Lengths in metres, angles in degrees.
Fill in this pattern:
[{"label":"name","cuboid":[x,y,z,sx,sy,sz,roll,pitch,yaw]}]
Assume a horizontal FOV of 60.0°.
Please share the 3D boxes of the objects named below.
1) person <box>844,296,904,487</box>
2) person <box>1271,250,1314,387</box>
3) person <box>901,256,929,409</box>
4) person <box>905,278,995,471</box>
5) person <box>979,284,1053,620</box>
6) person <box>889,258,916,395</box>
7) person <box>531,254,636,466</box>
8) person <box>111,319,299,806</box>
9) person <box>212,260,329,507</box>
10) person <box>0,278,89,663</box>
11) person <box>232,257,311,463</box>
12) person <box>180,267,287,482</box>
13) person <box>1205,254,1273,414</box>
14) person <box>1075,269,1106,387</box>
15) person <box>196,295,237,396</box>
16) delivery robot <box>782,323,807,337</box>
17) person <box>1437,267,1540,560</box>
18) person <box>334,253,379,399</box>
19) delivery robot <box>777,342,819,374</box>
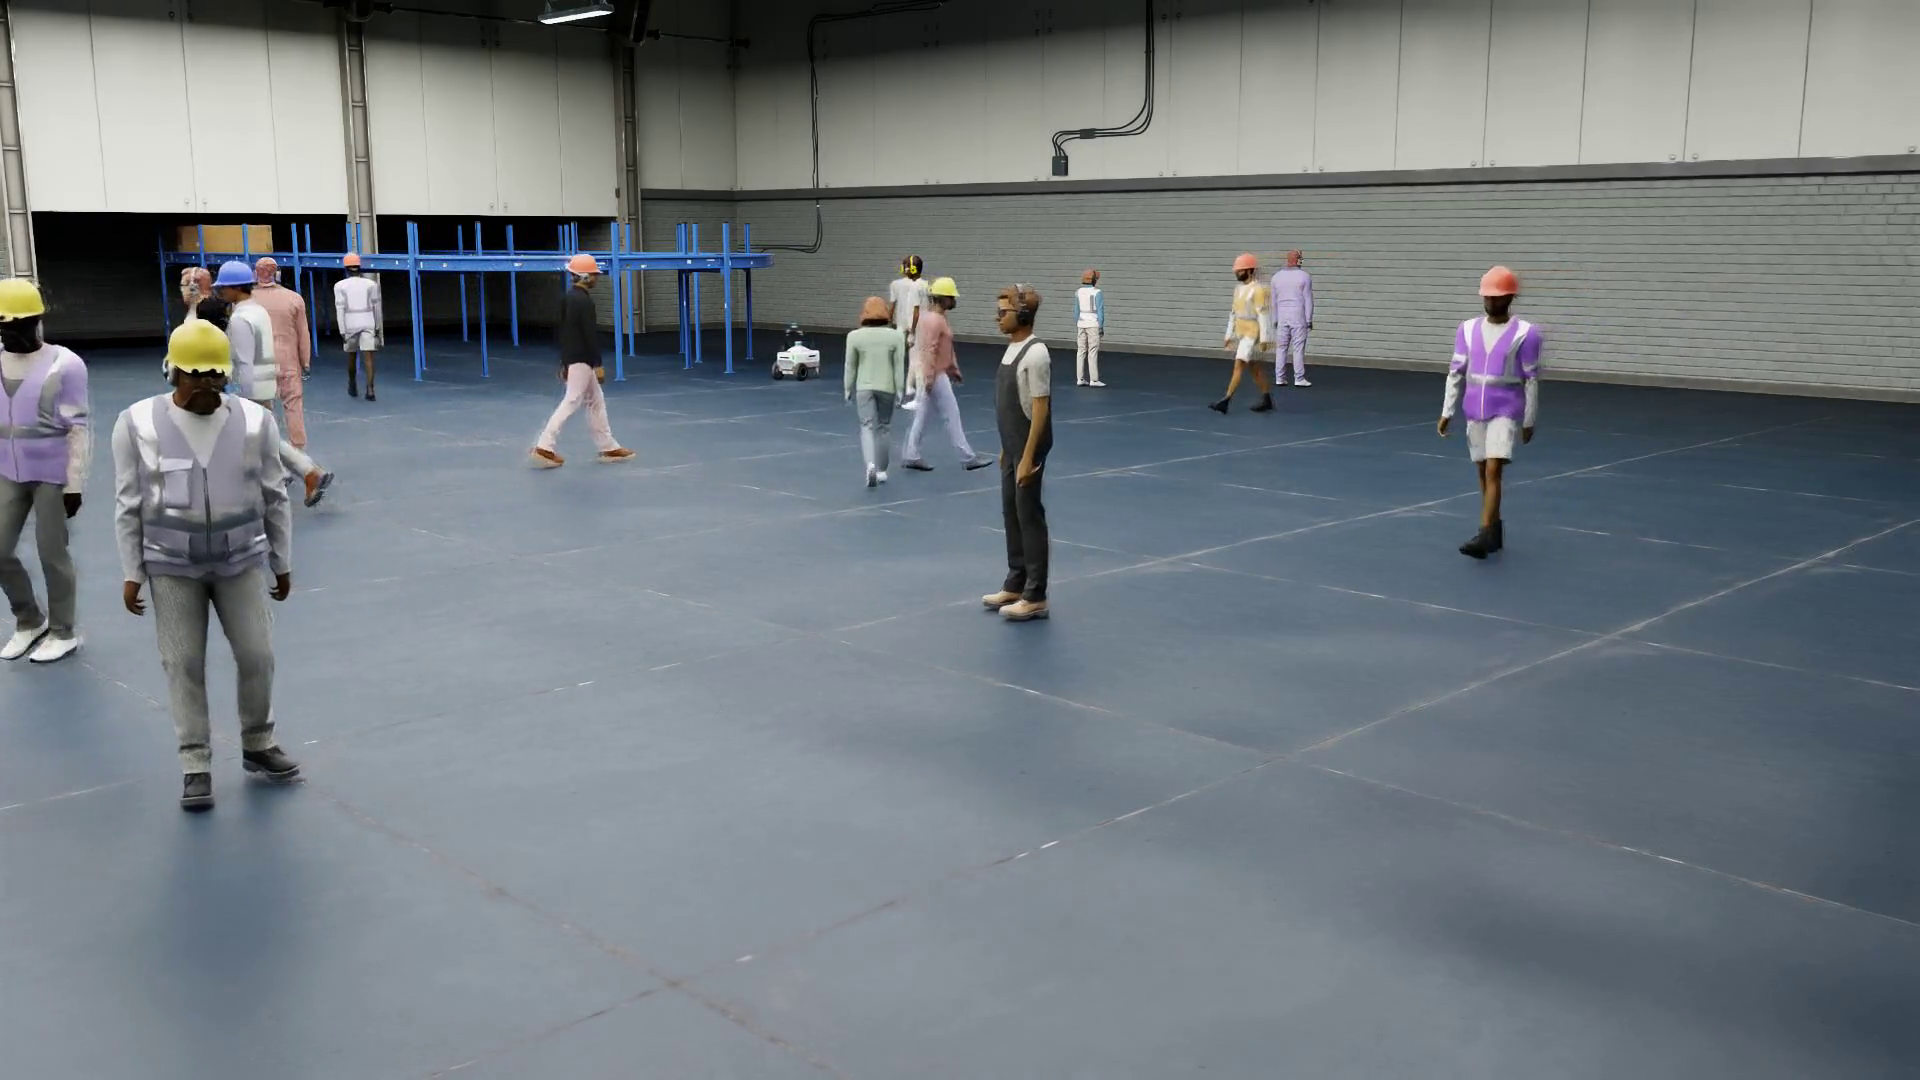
[{"label":"person","cuboid":[-0.721,-1.255,14.092,0.509,1.617,0.738,-1,10,-6]},{"label":"person","cuboid":[4.682,-3.111,23.357,0.641,1.909,0.409,8,13,39]},{"label":"person","cuboid":[-0.543,-2.542,20.377,0.329,1.865,0.514,2,11,12]},{"label":"person","cuboid":[-0.097,-1.474,14.905,0.871,1.724,0.536,1,10,3]},{"label":"person","cuboid":[0.314,-0.484,9.228,0.388,1.842,0.523,-3,11,-16]},{"label":"person","cuboid":[-0.701,-2.822,21.980,0.510,1.842,0.707,2,11,9]},{"label":"person","cuboid":[-3.540,-1.665,15.378,1.022,1.951,0.642,-6,12,-29]},{"label":"person","cuboid":[-2.823,0.078,6.241,0.609,1.811,0.427,-6,12,-29]},{"label":"person","cuboid":[-5.279,-1.137,12.537,0.806,1.925,0.622,-1,10,-5]},{"label":"person","cuboid":[-4.557,-0.326,8.177,0.612,1.901,0.480,1,10,7]},{"label":"person","cuboid":[-6.294,-1.627,15.267,0.643,1.909,0.410,-4,11,-20]},{"label":"person","cuboid":[-5.882,-1.219,13.157,0.936,1.871,0.654,-1,10,-7]},{"label":"person","cuboid":[3.386,-2.459,19.876,1.003,1.880,0.572,-4,11,-20]},{"label":"person","cuboid":[1.817,-2.967,23.307,0.308,1.638,0.510,-9,14,-41]},{"label":"person","cuboid":[-5.517,-0.945,12.169,0.538,1.681,0.559,-6,12,-30]},{"label":"delivery robot","cuboid":[-2.967,-3.778,29.837,0.335,0.223,0.698,-6,12,-29]},{"label":"person","cuboid":[3.437,-0.824,10.917,0.555,1.894,0.945,9,14,42]},{"label":"person","cuboid":[-7.847,-2.790,21.695,0.549,1.891,1.009,-5,11,-24]},{"label":"delivery robot","cuboid":[-2.391,-2.693,24.629,0.477,0.478,0.707,6,12,29]}]
